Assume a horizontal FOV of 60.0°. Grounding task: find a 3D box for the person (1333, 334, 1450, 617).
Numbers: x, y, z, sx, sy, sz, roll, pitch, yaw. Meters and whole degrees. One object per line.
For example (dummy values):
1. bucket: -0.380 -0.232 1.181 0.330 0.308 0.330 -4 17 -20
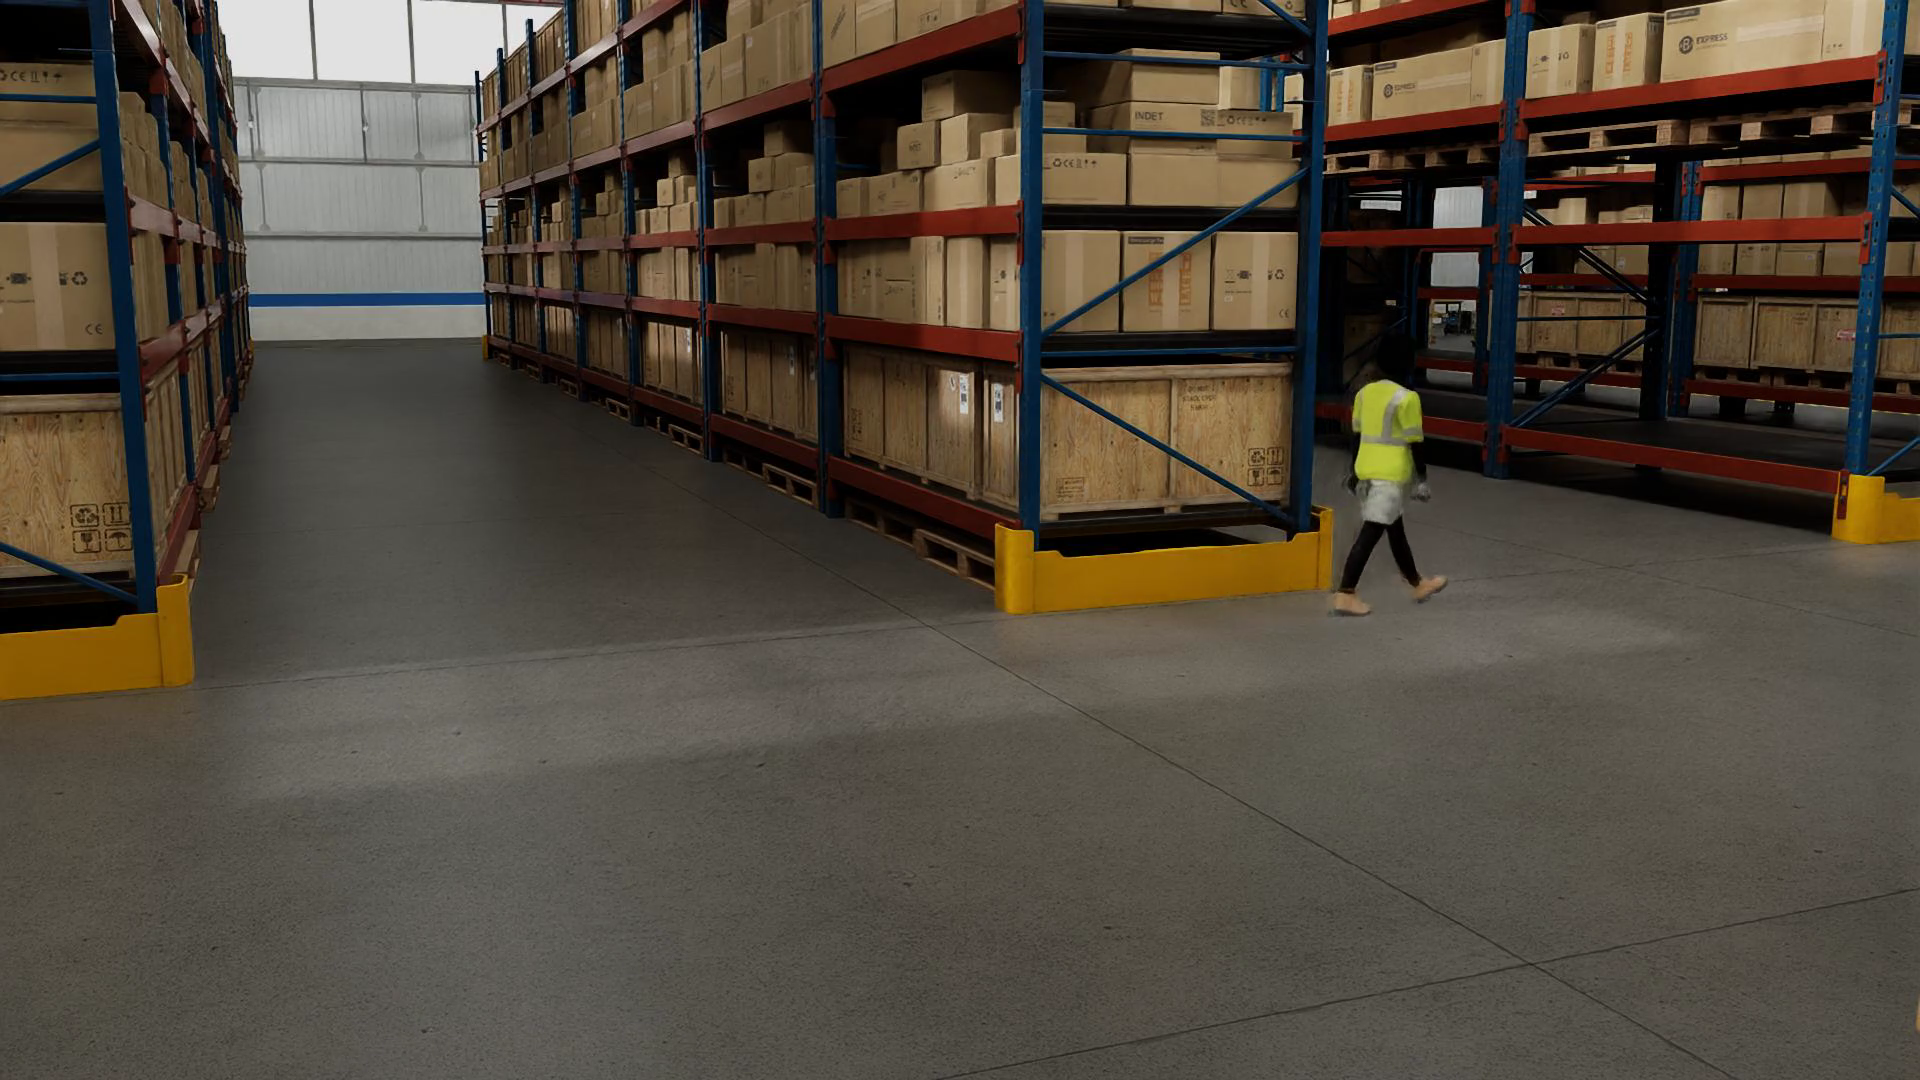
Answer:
1. person: 2.568 -0.380 9.780 0.885 1.647 0.550 -3 10 -19
